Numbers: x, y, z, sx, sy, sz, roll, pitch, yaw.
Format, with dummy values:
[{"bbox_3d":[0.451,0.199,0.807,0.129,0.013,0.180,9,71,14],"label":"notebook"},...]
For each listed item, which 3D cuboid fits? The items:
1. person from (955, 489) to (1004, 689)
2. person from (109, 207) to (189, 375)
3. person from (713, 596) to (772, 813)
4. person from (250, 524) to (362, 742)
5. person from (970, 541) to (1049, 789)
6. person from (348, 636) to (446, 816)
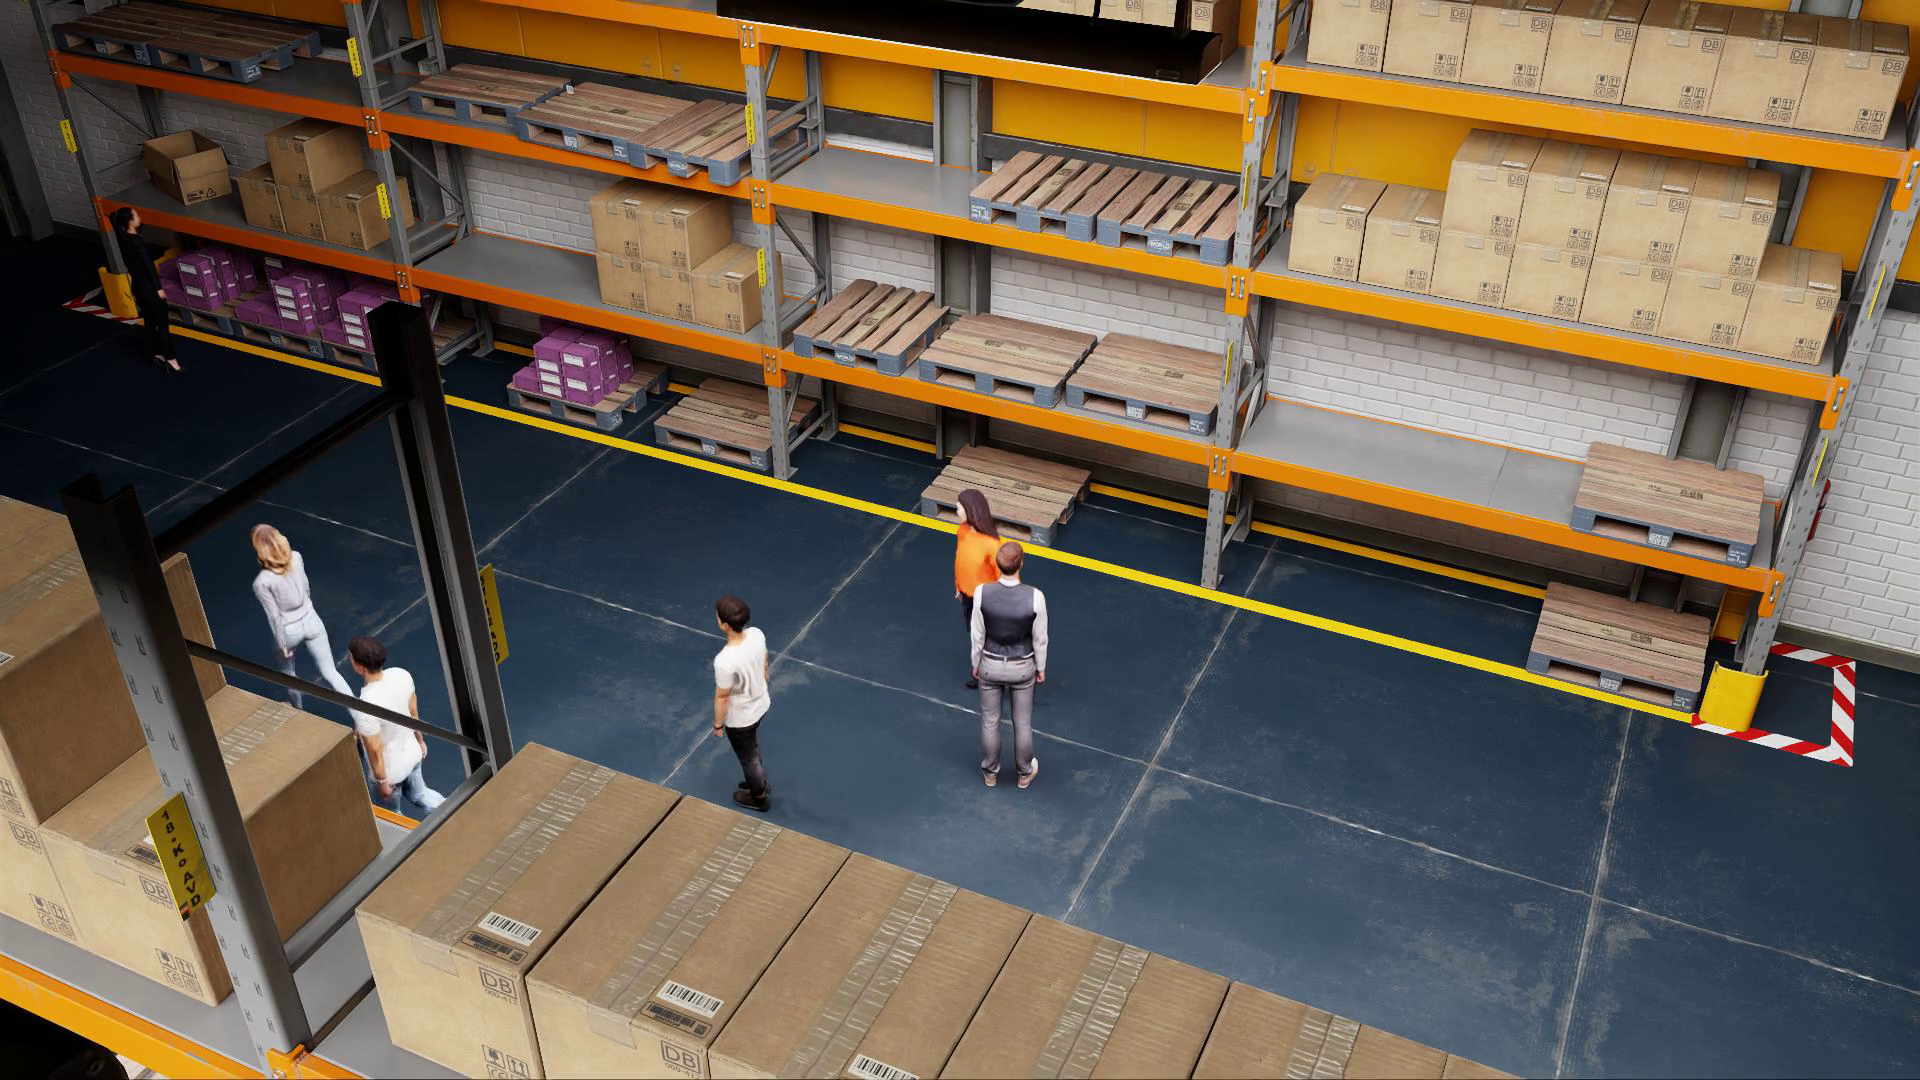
[{"bbox_3d":[0.233,0.406,11.920,0.774,1.718,0.941,24,40,31],"label":"person"},{"bbox_3d":[-7.912,-2.433,16.198,0.494,1.711,0.677,23,40,31],"label":"person"},{"bbox_3d":[-1.345,1.104,10.872,0.552,1.716,0.633,15,36,21],"label":"person"},{"bbox_3d":[-4.498,0.674,11.483,1.201,1.756,0.677,19,38,26],"label":"person"},{"bbox_3d":[0.314,0.831,11.082,0.601,1.938,0.783,5,34,7],"label":"person"},{"bbox_3d":[-3.441,1.377,10.341,1.032,1.850,0.752,10,35,14],"label":"person"}]
